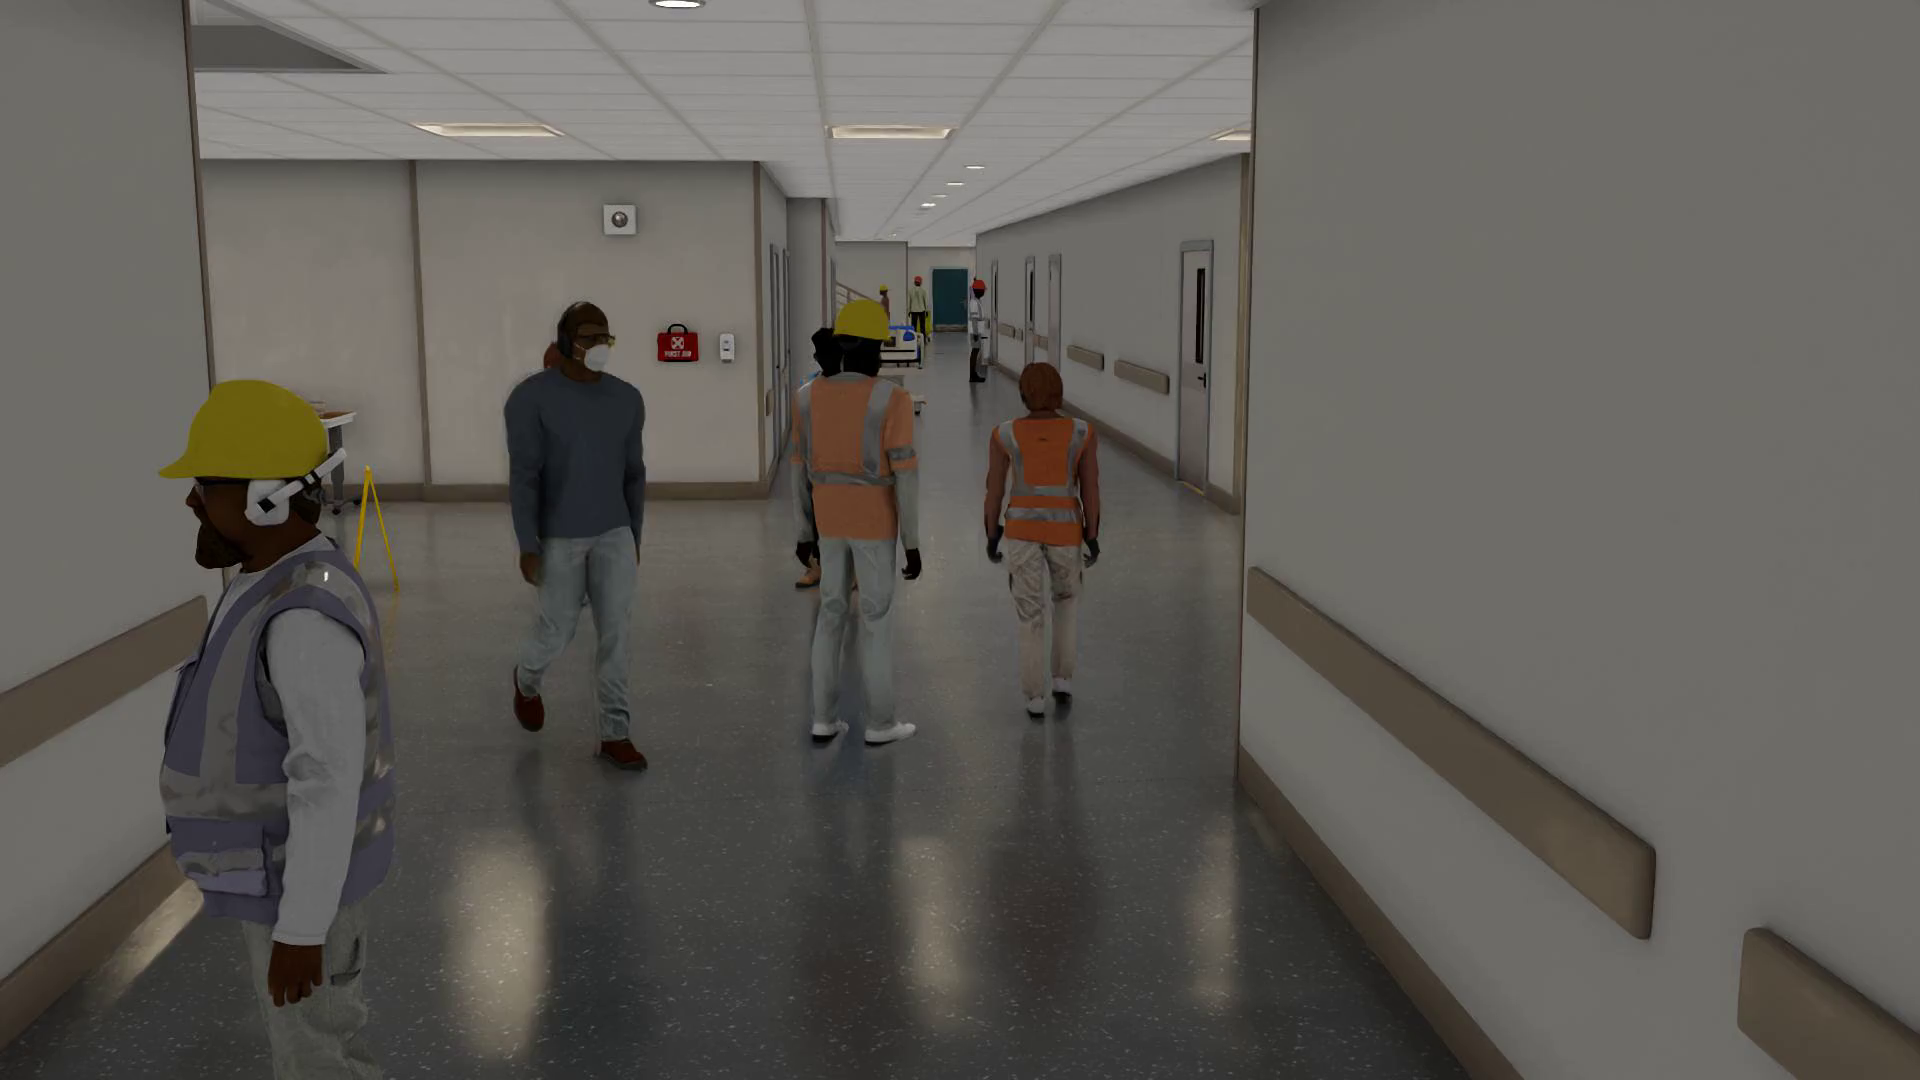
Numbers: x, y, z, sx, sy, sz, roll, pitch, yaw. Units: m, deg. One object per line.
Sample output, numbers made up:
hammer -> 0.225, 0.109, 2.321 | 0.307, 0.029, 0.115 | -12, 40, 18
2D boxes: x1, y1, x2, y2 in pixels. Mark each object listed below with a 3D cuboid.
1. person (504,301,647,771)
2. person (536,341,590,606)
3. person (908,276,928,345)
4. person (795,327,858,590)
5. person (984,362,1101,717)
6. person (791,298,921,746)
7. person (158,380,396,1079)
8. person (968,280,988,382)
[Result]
person -> -1.607, -0.029, 6.918 | 0.630, 1.922, 0.757 | -7, 12, -39
person -> -2.423, -0.398, 10.161 | 0.533, 1.629, 0.321 | 1, 9, 4
person -> -1.210, -6.651, 48.257 | 0.611, 1.996, 0.387 | 2, 9, 14
person -> -0.826, -0.516, 10.685 | 0.532, 1.693, 0.319 | 5, 10, 28
person -> 0.376, -0.012, 7.722 | 0.537, 1.614, 0.578 | 0, 9, 1
person -> -0.437, -0.068, 7.178 | 0.595, 1.930, 0.391 | 5, 10, 28
person -> -1.277, 0.616, 3.143 | 0.404, 1.833, 0.588 | -5, 10, -28
person -> 0.344, -3.965, 31.578 | 0.372, 1.934, 0.551 | 1, 9, 6
